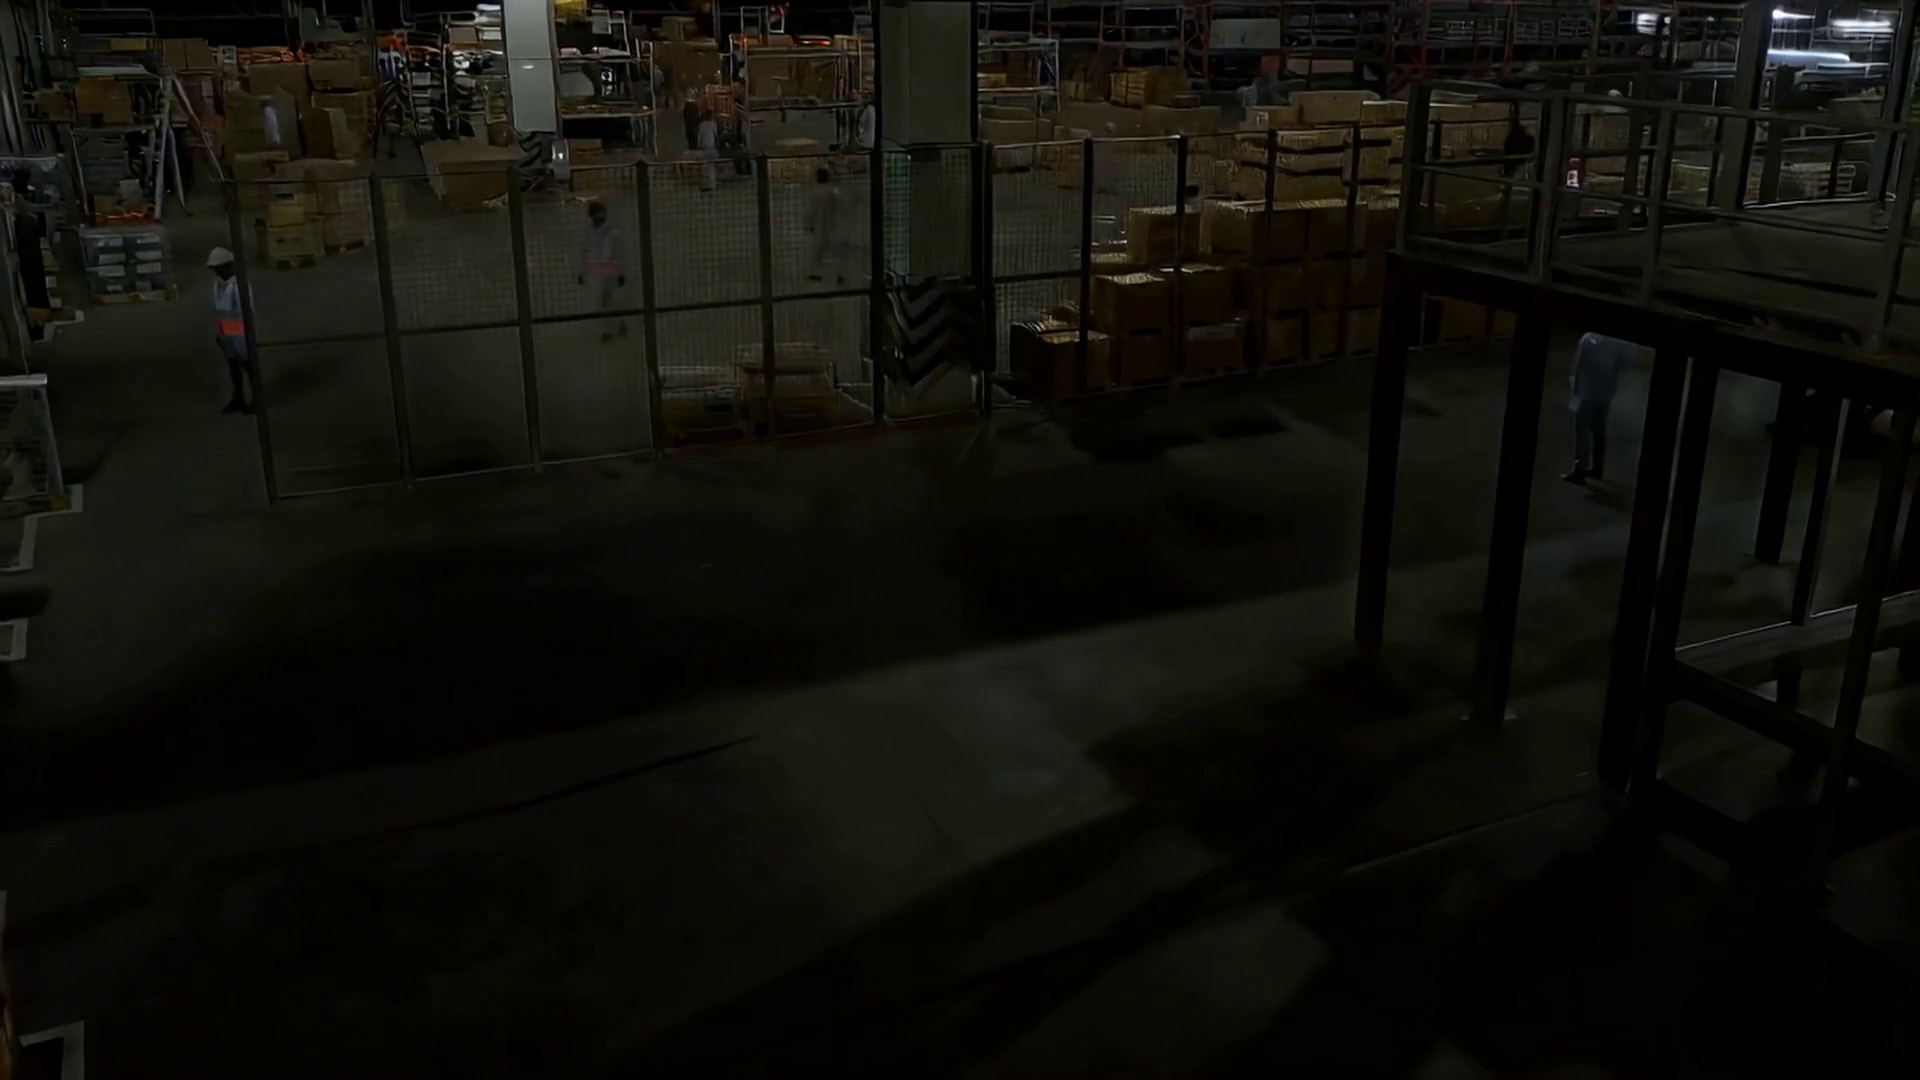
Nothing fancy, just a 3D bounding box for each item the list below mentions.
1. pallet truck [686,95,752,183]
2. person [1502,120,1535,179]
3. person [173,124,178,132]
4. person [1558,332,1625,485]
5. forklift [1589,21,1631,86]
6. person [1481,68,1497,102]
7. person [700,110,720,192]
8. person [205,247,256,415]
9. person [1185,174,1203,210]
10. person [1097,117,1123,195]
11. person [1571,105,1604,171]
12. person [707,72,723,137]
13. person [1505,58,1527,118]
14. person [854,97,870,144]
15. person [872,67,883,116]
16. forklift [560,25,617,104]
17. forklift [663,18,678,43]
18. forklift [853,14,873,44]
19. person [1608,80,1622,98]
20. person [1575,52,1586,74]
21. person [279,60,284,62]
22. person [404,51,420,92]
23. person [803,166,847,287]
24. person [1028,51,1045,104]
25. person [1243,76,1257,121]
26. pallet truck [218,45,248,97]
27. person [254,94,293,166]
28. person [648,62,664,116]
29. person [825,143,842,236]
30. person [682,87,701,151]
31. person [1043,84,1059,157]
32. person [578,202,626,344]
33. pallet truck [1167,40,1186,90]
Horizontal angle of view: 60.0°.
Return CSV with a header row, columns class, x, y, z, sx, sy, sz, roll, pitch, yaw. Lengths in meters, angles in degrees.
class,x,y,z,sx,sy,sz,roll,pitch,yaw
pallet truck,-5.836,-9.608,39.856,0.823,1.965,1.885,10,22,27
person,11.789,-7.903,35.002,0.646,1.933,1.039,15,24,37
person,-24.485,-13.461,51.578,0.515,1.634,0.314,13,23,33
person,6.270,-1.464,16.504,0.619,1.836,0.430,-14,24,-36
forklift,26.440,-19.499,67.193,1.873,2.768,1.129,-9,21,-25
person,16.507,-13.756,51.983,0.381,1.931,0.565,12,22,31
person,-5.702,-8.871,37.965,0.430,1.838,0.624,0,19,-1
person,-8.319,-2.382,19.001,0.551,1.934,0.373,9,21,24
person,3.535,-4.686,25.694,0.382,1.924,0.594,4,20,13
person,3.409,-8.706,37.677,0.529,1.711,0.941,-16,25,-39
person,14.325,-8.965,38.015,0.698,1.977,0.783,-11,22,-28
person,-7.403,-13.058,49.967,0.487,1.921,0.650,-1,19,-1
person,18.596,-15.136,55.814,0.688,2.000,0.539,1,19,2
person,-2.542,-10.718,43.526,0.538,1.696,0.317,15,24,37
person,-2.786,-15.671,57.552,0.377,1.916,0.600,-13,23,-32
forklift,-14.053,-17.892,62.535,1.873,2.768,1.129,-9,21,-25
forklift,-12.438,-21.076,71.764,1.873,2.768,1.129,-9,21,-25
forklift,-4.461,-23.077,77.567,1.129,2.768,1.873,2,19,6
person,18.961,-12.404,48.179,0.515,1.858,0.610,-10,21,-26
person,24.691,-18.513,66.124,0.542,1.695,0.316,13,23,32
person,-22.840,-15.228,56.241,0.629,1.937,0.379,-7,20,-20
person,-22.514,-19.341,68.235,0.573,1.887,0.354,14,23,35
person,-2.153,-5.044,26.781,0.944,1.905,0.629,14,24,35
person,2.871,-17.353,62.392,0.630,1.928,0.924,3,19,8
person,9.032,-13.602,51.900,0.532,1.689,0.322,-17,25,-41
pallet truck,-28.879,-18.665,66.111,0.823,1.965,1.885,-3,19,-9
person,-17.354,-10.263,41.937,1.018,1.887,0.545,-1,19,-4
person,-10.531,-15.682,57.628,0.572,1.879,0.948,-7,20,-21
person,-2.423,-6.713,31.862,0.328,1.732,0.487,-4,19,-11
person,-7.361,-11.500,45.616,0.525,1.822,0.774,-1,19,-2
person,2.479,-11.367,45.082,0.400,1.919,0.582,-17,25,-40
person,-4.873,-3.631,22.630,0.615,1.927,0.430,7,20,19
pallet truck,9.045,-19.971,69.895,0.823,1.965,1.885,-3,19,-8
